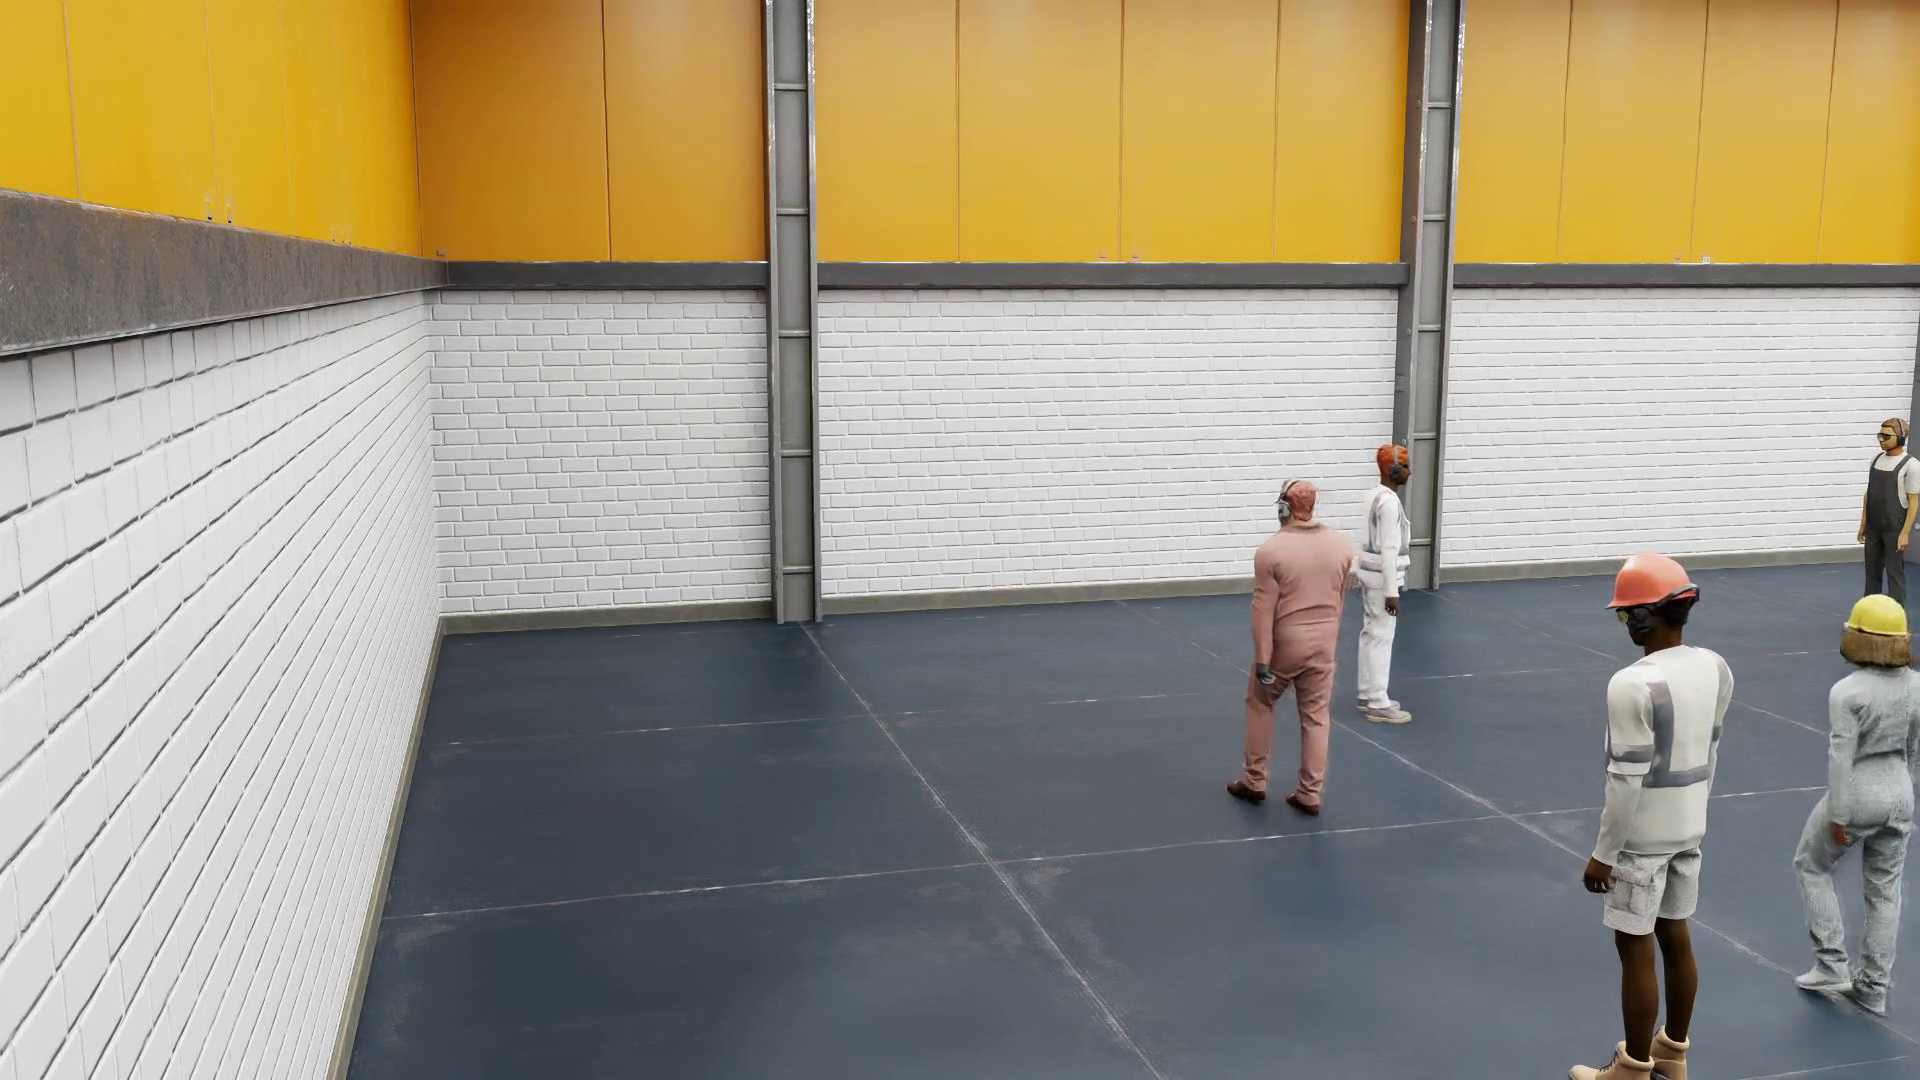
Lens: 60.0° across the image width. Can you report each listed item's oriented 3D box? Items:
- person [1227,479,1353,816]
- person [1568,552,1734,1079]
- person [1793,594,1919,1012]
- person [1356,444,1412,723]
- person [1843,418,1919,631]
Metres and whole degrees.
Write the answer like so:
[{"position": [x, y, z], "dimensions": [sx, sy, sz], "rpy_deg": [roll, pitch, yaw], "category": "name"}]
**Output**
[{"position": [1.856, 0.584, 9.447], "dimensions": [0.650, 1.886, 0.701], "rpy_deg": [-3, 10, -18], "category": "person"}, {"position": [2.495, 1.055, 6.061], "dimensions": [0.605, 2.034, 0.389], "rpy_deg": [-6, 11, -34], "category": "person"}, {"position": [3.734, 1.077, 6.879], "dimensions": [0.490, 1.729, 0.458], "rpy_deg": [-2, 9, -9], "category": "person"}, {"position": [2.890, 0.286, 11.332], "dimensions": [0.360, 1.879, 0.580], "rpy_deg": [1, 9, 4], "category": "person"}, {"position": [7.692, -0.095, 13.822], "dimensions": [0.345, 1.846, 0.508], "rpy_deg": [-3, 10, -17], "category": "person"}]
